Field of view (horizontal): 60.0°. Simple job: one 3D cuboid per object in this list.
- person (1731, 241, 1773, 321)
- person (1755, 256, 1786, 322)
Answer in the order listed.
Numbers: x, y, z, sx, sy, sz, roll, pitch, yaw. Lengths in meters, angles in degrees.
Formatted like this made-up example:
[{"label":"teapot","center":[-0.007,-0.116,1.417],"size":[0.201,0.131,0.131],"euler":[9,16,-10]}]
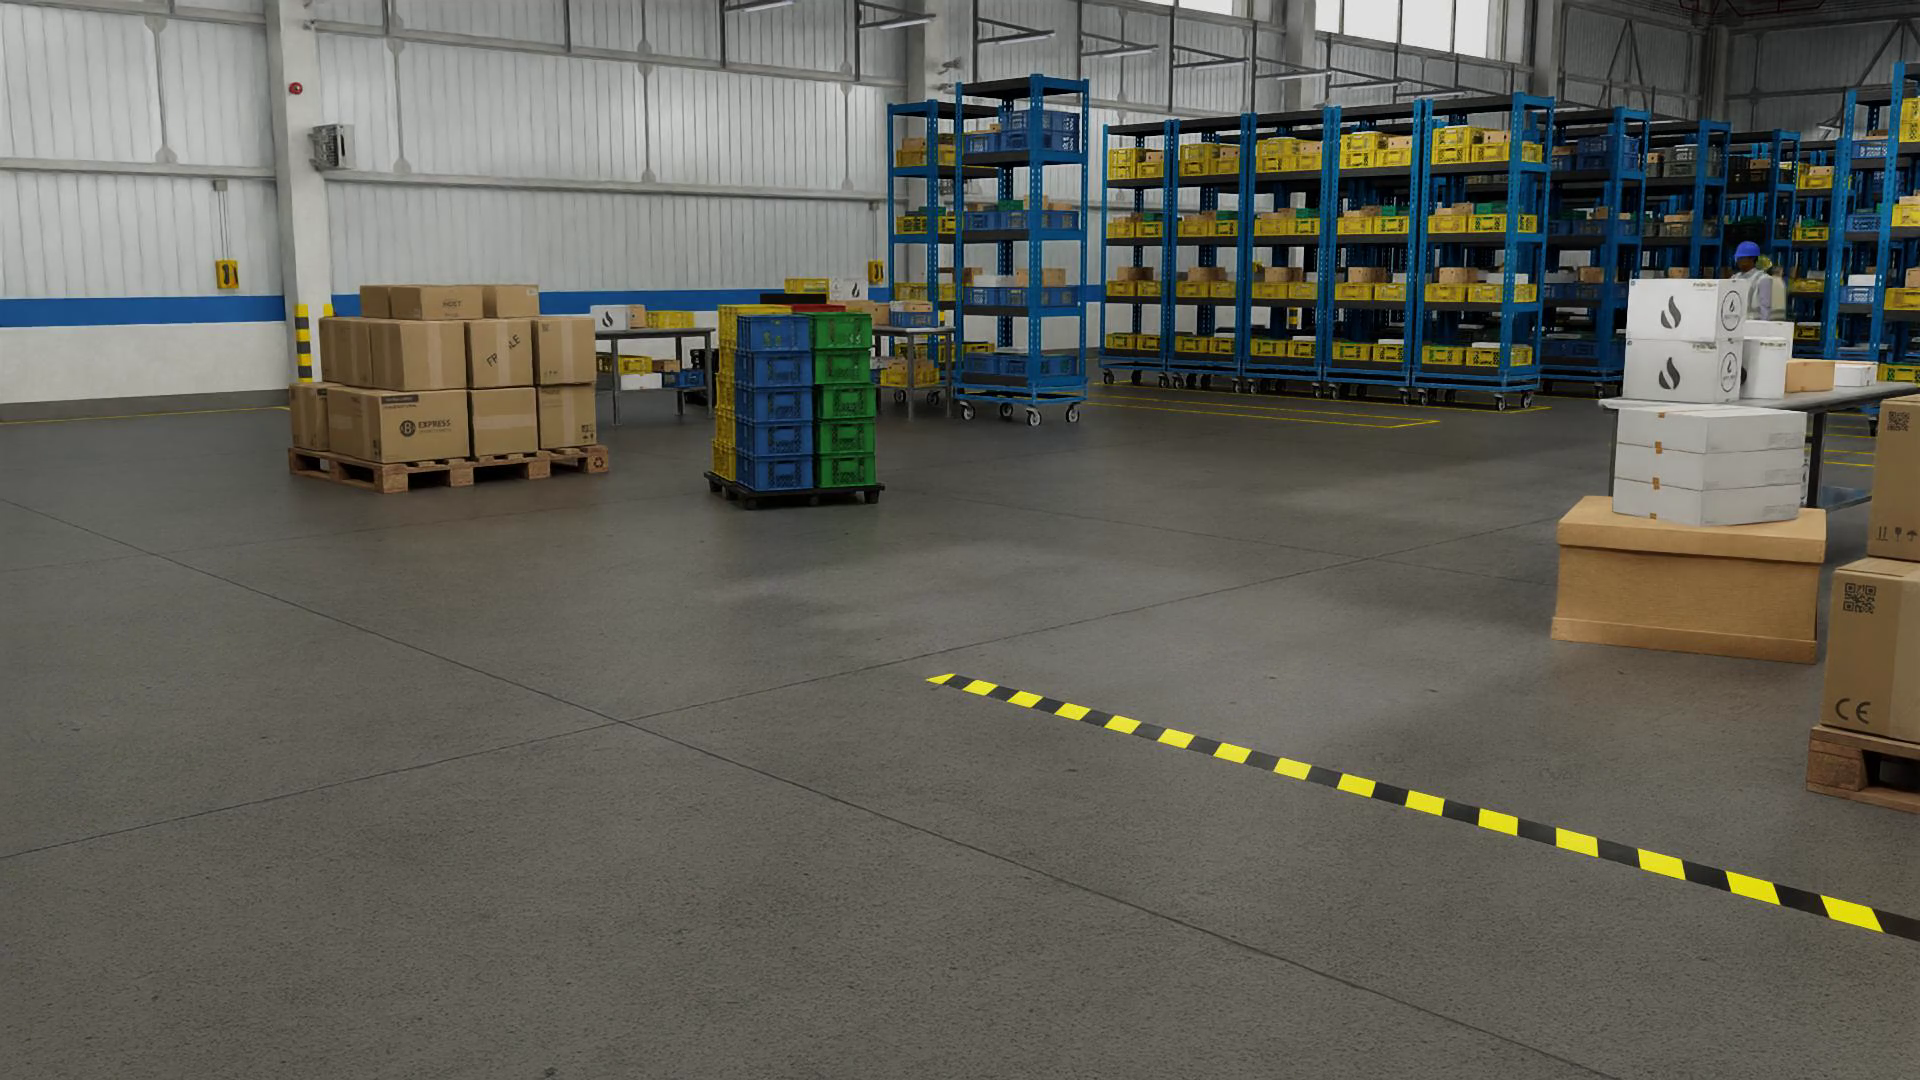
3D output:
[{"label":"person","center":[8.744,-2.349,18.539],"size":[0.404,1.945,0.615],"euler":[-2,10,-14]},{"label":"person","center":[9.822,-2.565,20.350],"size":[0.674,1.786,0.405],"euler":[-4,10,-24]}]
